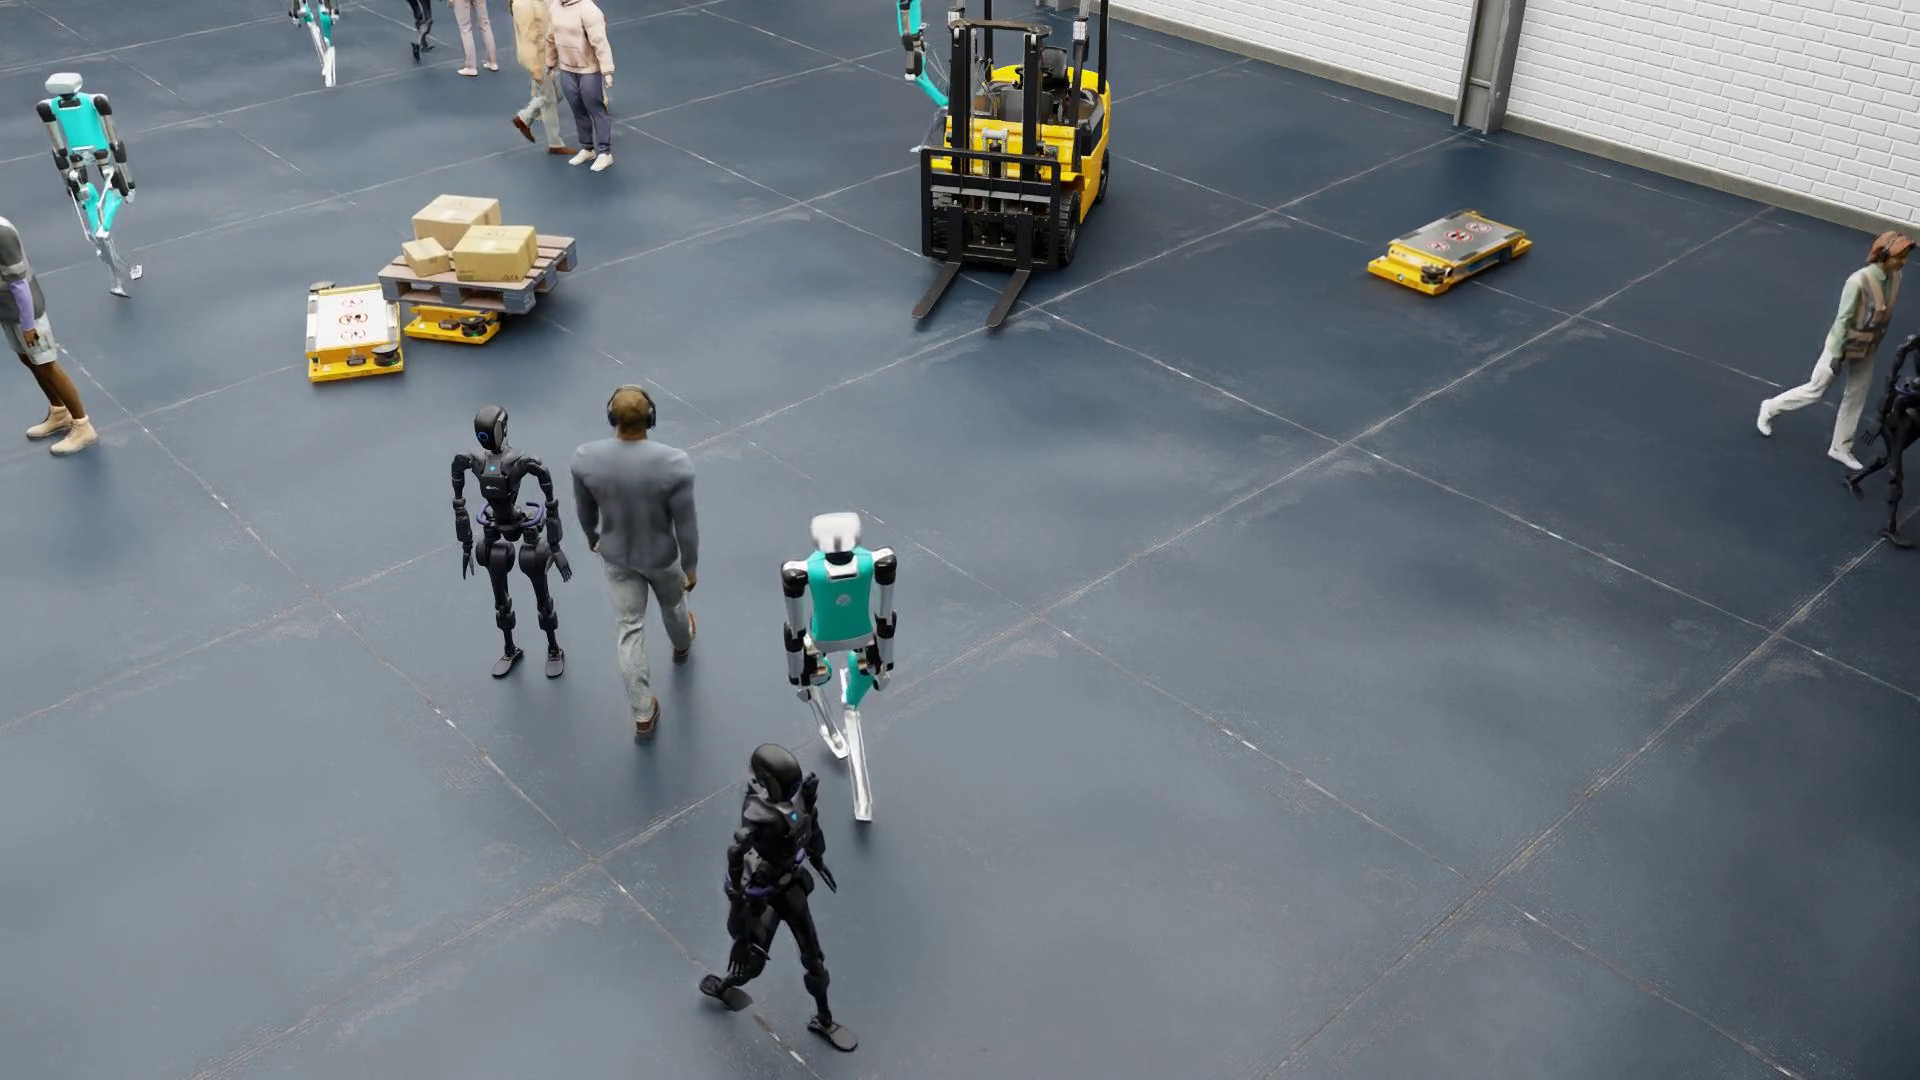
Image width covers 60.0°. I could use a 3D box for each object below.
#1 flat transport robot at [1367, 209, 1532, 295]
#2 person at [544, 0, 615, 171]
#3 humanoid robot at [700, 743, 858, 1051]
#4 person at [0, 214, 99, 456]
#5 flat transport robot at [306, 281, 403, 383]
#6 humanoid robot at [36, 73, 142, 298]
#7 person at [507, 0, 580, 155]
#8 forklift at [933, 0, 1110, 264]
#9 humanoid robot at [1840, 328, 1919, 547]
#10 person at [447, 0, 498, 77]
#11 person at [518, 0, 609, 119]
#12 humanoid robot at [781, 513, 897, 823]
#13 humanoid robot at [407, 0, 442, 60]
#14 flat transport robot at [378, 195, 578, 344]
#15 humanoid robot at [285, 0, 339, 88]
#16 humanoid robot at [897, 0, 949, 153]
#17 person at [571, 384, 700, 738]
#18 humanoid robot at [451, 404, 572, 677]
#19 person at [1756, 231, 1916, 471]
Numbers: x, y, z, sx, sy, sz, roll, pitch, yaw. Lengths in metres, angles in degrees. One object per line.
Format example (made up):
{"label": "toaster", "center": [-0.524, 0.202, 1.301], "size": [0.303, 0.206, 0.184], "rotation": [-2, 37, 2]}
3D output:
{"label": "flat transport robot", "center": [4.106, -2.411, 13.879], "size": [1.431, 0.231, 0.659], "rotation": [-26, 41, -34]}
{"label": "person", "center": [-3.526, -4.402, 15.490], "size": [0.814, 1.854, 0.431], "rotation": [17, 37, 24]}
{"label": "humanoid robot", "center": [-0.787, 1.409, 6.765], "size": [0.726, 1.632, 0.608], "rotation": [19, 38, 27]}
{"label": "person", "center": [-6.221, -1.508, 10.889], "size": [0.621, 2.030, 0.440], "rotation": [26, 41, 34]}
{"label": "flat transport robot", "center": [-4.606, -1.620, 12.662], "size": [0.659, 0.231, 1.431], "rotation": [-9, 34, -14]}
{"label": "humanoid robot", "center": [-6.791, -2.675, 12.995], "size": [0.556, 1.781, 1.046], "rotation": [-6, 33, -9]}
{"label": "person", "center": [-4.009, -4.553, 15.713], "size": [0.578, 1.858, 0.564], "rotation": [2, 33, 3]}
{"label": "forklift", "center": [0.570, -3.725, 14.138], "size": [1.214, 2.155, 2.313], "rotation": [9, 34, 13]}
{"label": "humanoid robot", "center": [5.861, -0.823, 10.212], "size": [0.610, 1.627, 0.813], "rotation": [-6, 34, -10]}
{"label": "person", "center": [-5.305, -5.896, 17.870], "size": [0.334, 1.759, 0.526], "rotation": [25, 41, 33]}
{"label": "person", "center": [-4.057, -5.078, 16.618], "size": [0.854, 1.750, 0.519], "rotation": [4, 33, 6]}
{"label": "humanoid robot", "center": [-0.610, 0.505, 8.066], "size": [0.530, 1.734, 1.016], "rotation": [-8, 34, -12]}
{"label": "humanoid robot", "center": [-6.078, -6.184, 18.408], "size": [0.585, 1.636, 0.642], "rotation": [8, 34, 12]}
{"label": "flat transport robot", "center": [-3.768, -1.955, 13.177], "size": [0.659, 0.231, 1.431], "rotation": [7, 34, 11]}
{"label": "humanoid robot", "center": [-6.794, -5.639, 17.520], "size": [0.543, 1.736, 1.022], "rotation": [-8, 34, -11]}
{"label": "humanoid robot", "center": [-0.271, -4.494, 15.782], "size": [0.656, 1.854, 0.542], "rotation": [4, 33, 5]}
{"label": "person", "center": [-1.644, 0.023, 8.651], "size": [0.648, 1.886, 0.999], "rotation": [-1, 33, -1]}
{"label": "humanoid robot", "center": [-2.370, 0.017, 8.843], "size": [0.599, 1.657, 0.315], "rotation": [2, 33, 3]}
{"label": "person", "center": [5.793, -1.298, 10.932], "size": [0.526, 1.614, 0.705], "rotation": [-15, 36, -21]}
